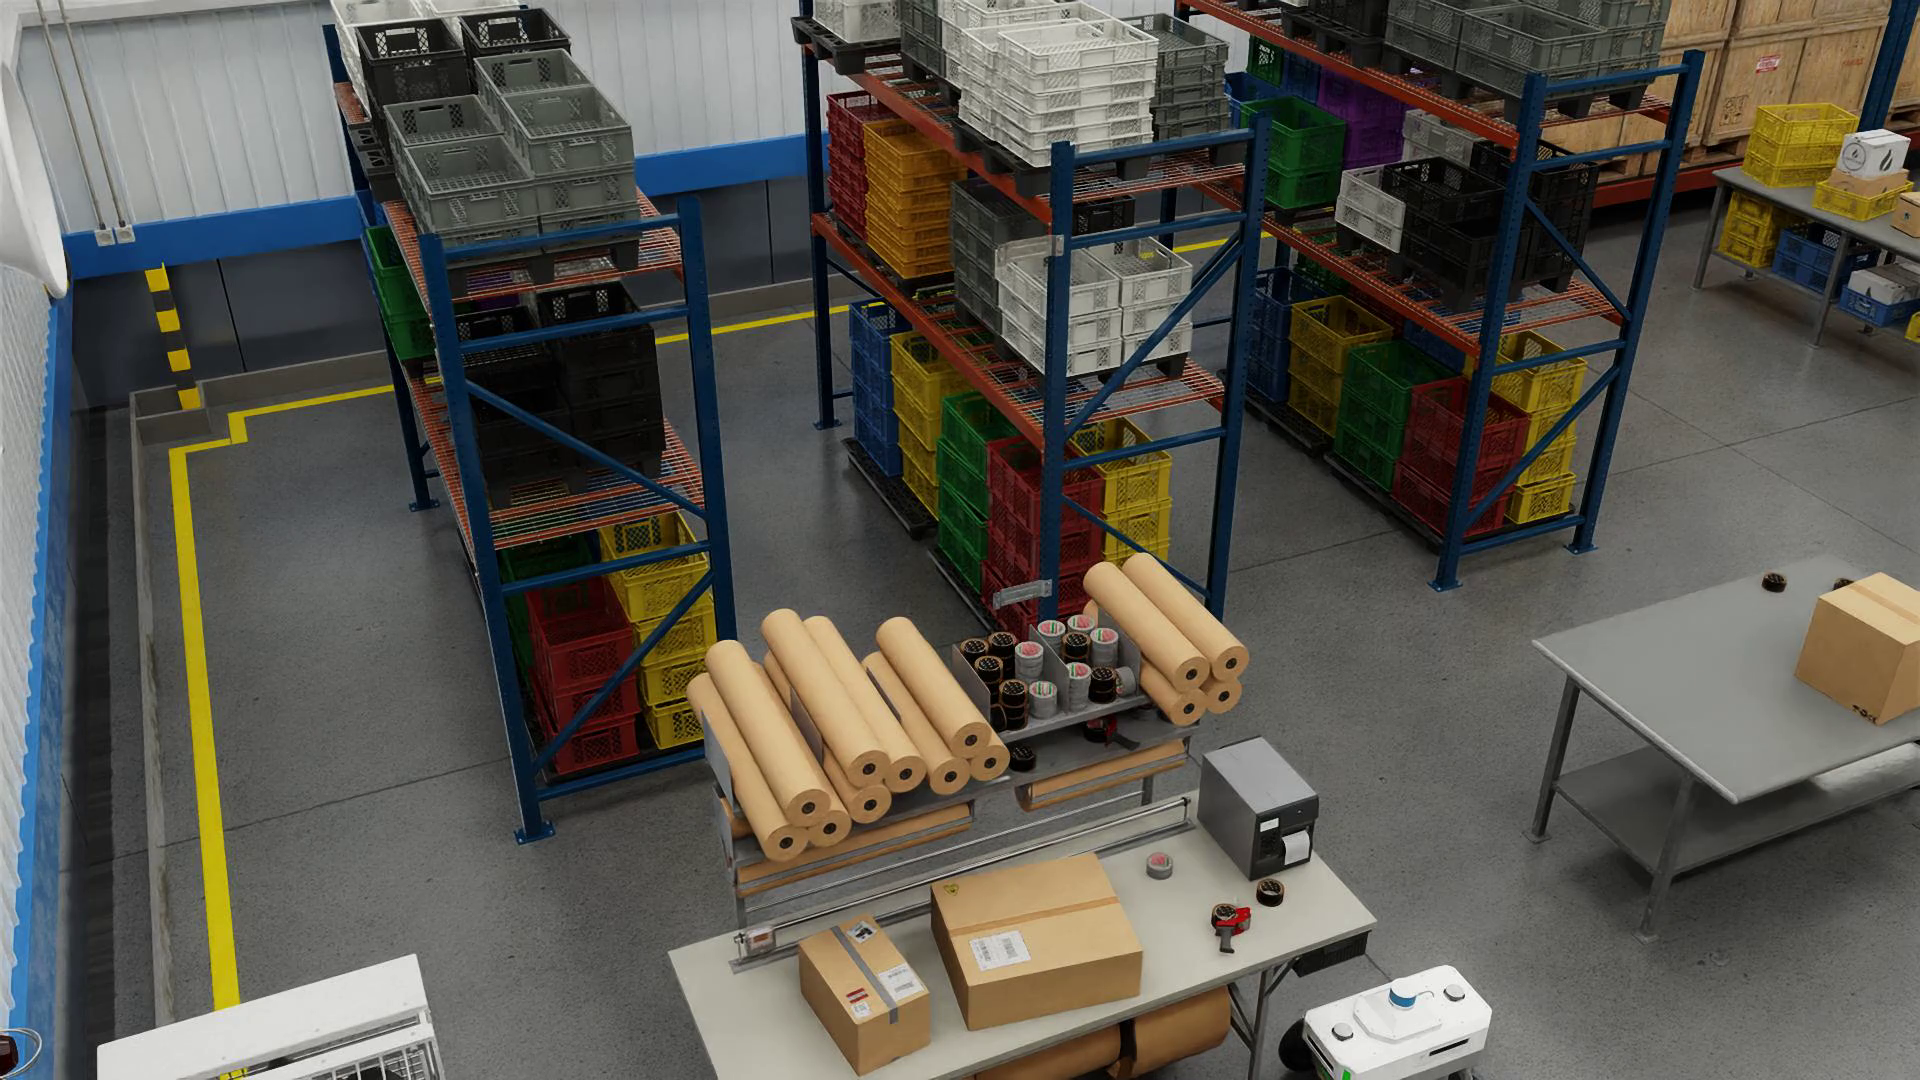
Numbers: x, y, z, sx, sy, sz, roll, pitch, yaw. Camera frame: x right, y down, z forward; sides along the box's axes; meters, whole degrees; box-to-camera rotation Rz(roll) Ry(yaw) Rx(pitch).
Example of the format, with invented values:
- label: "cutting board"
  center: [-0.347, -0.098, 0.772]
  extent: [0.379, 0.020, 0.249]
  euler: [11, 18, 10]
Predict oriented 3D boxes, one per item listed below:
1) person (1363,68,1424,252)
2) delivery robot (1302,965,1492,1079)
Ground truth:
- label: "person"
  center: [3.516, -3.326, 13.777]
  extent: [0.625, 1.933, 0.374]
  euler: [20, 37, 30]
- label: "delivery robot"
  center: [1.700, 1.914, 6.481]
  extent: [0.707, 0.478, 0.477]
  euler: [-12, 34, -19]
